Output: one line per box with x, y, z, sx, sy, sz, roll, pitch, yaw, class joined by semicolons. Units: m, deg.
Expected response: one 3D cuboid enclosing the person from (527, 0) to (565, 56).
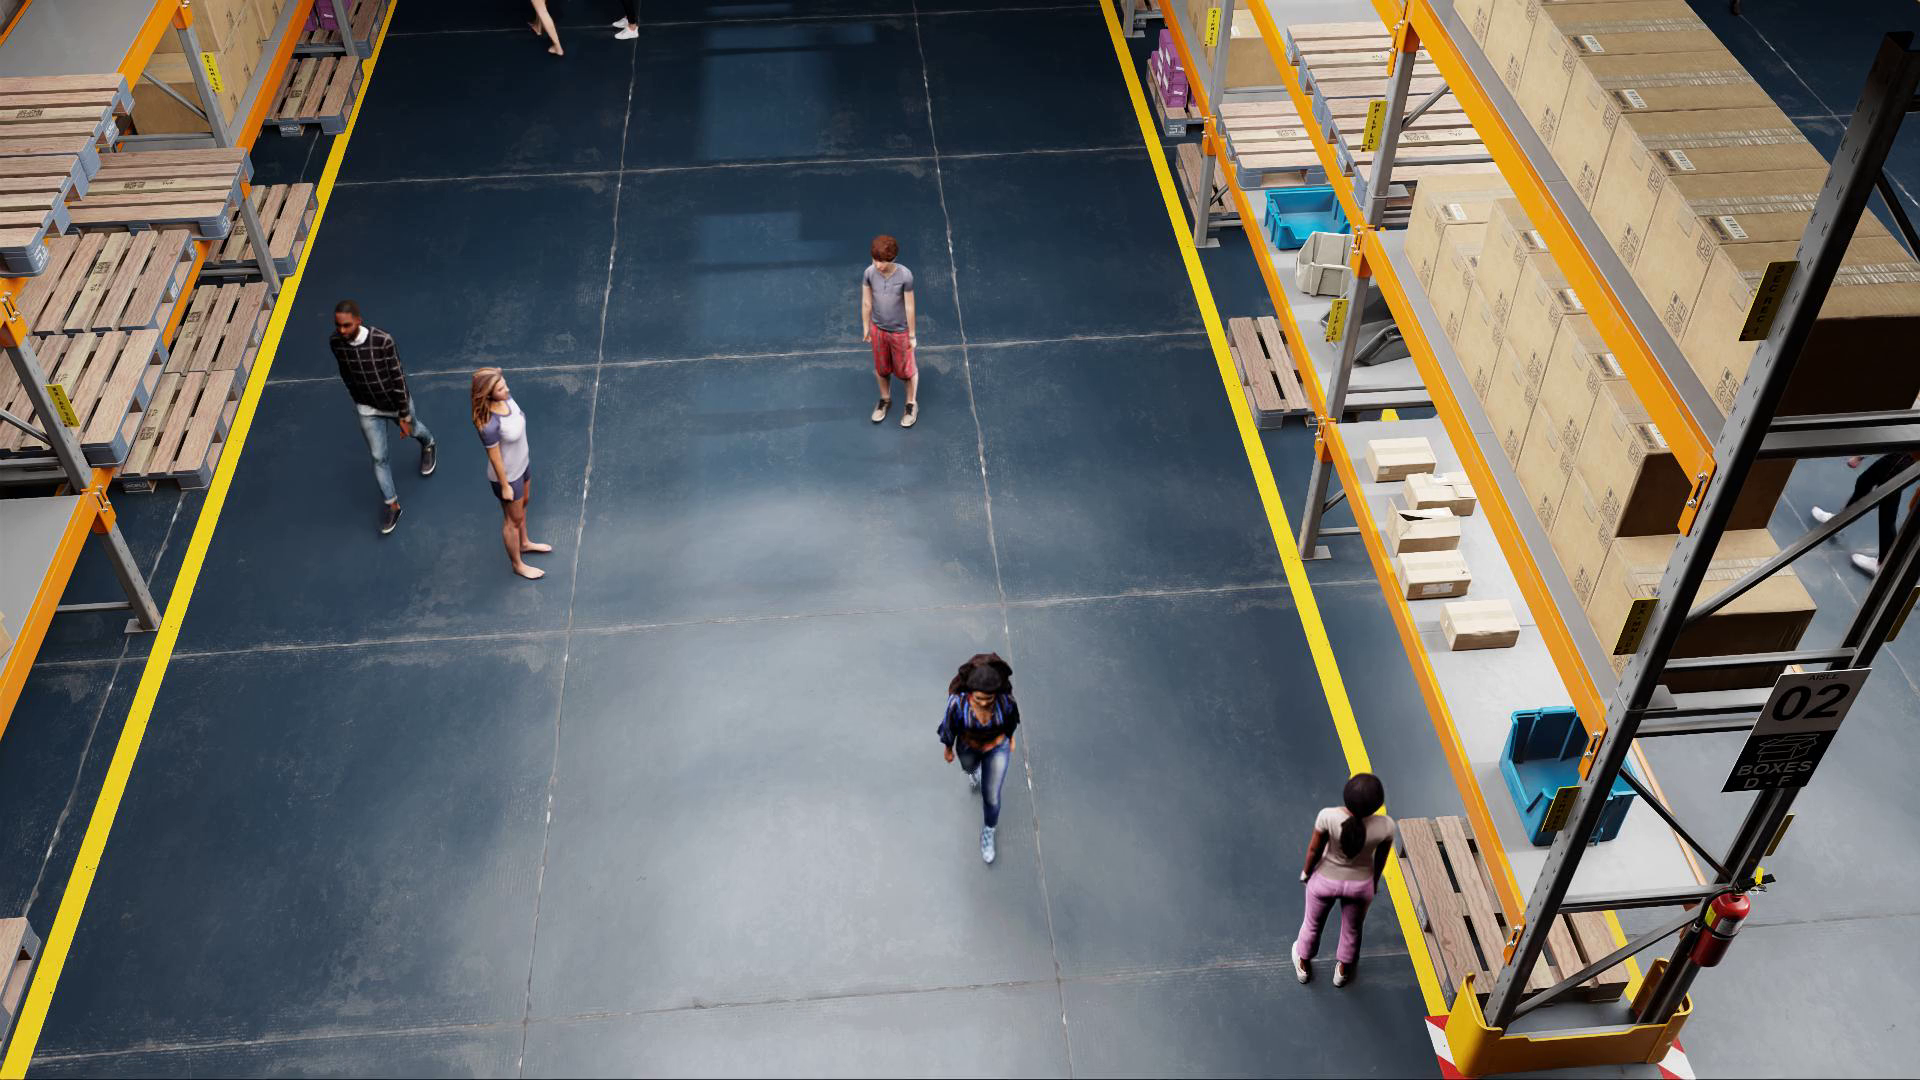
-4.289;-5.741;16.909;1.071;1.671;0.982;34;53;30;person

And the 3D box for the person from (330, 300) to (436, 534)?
-4.080;-1.040;11.899;0.701;1.774;1.214;0;44;0;person

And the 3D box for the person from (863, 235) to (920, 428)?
-0.509;-1.603;12.582;0.657;1.648;0.653;14;45;14;person

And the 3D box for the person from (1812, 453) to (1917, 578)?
6.463;-0.434;11.308;0.847;1.713;1.047;-23;48;-22;person

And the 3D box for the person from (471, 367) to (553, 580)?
-3.084;-0.484;11.348;0.688;1.731;0.535;4;44;4;person

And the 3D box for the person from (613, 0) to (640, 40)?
-3.556;-6.037;17.197;0.682;1.702;0.465;-7;44;-7;person

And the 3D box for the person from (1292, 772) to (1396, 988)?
2.047;1.823;8.918;0.625;1.740;0.591;7;44;8;person

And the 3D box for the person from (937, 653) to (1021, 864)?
0.130;1.145;9.739;0.700;1.590;1.009;0;44;0;person
